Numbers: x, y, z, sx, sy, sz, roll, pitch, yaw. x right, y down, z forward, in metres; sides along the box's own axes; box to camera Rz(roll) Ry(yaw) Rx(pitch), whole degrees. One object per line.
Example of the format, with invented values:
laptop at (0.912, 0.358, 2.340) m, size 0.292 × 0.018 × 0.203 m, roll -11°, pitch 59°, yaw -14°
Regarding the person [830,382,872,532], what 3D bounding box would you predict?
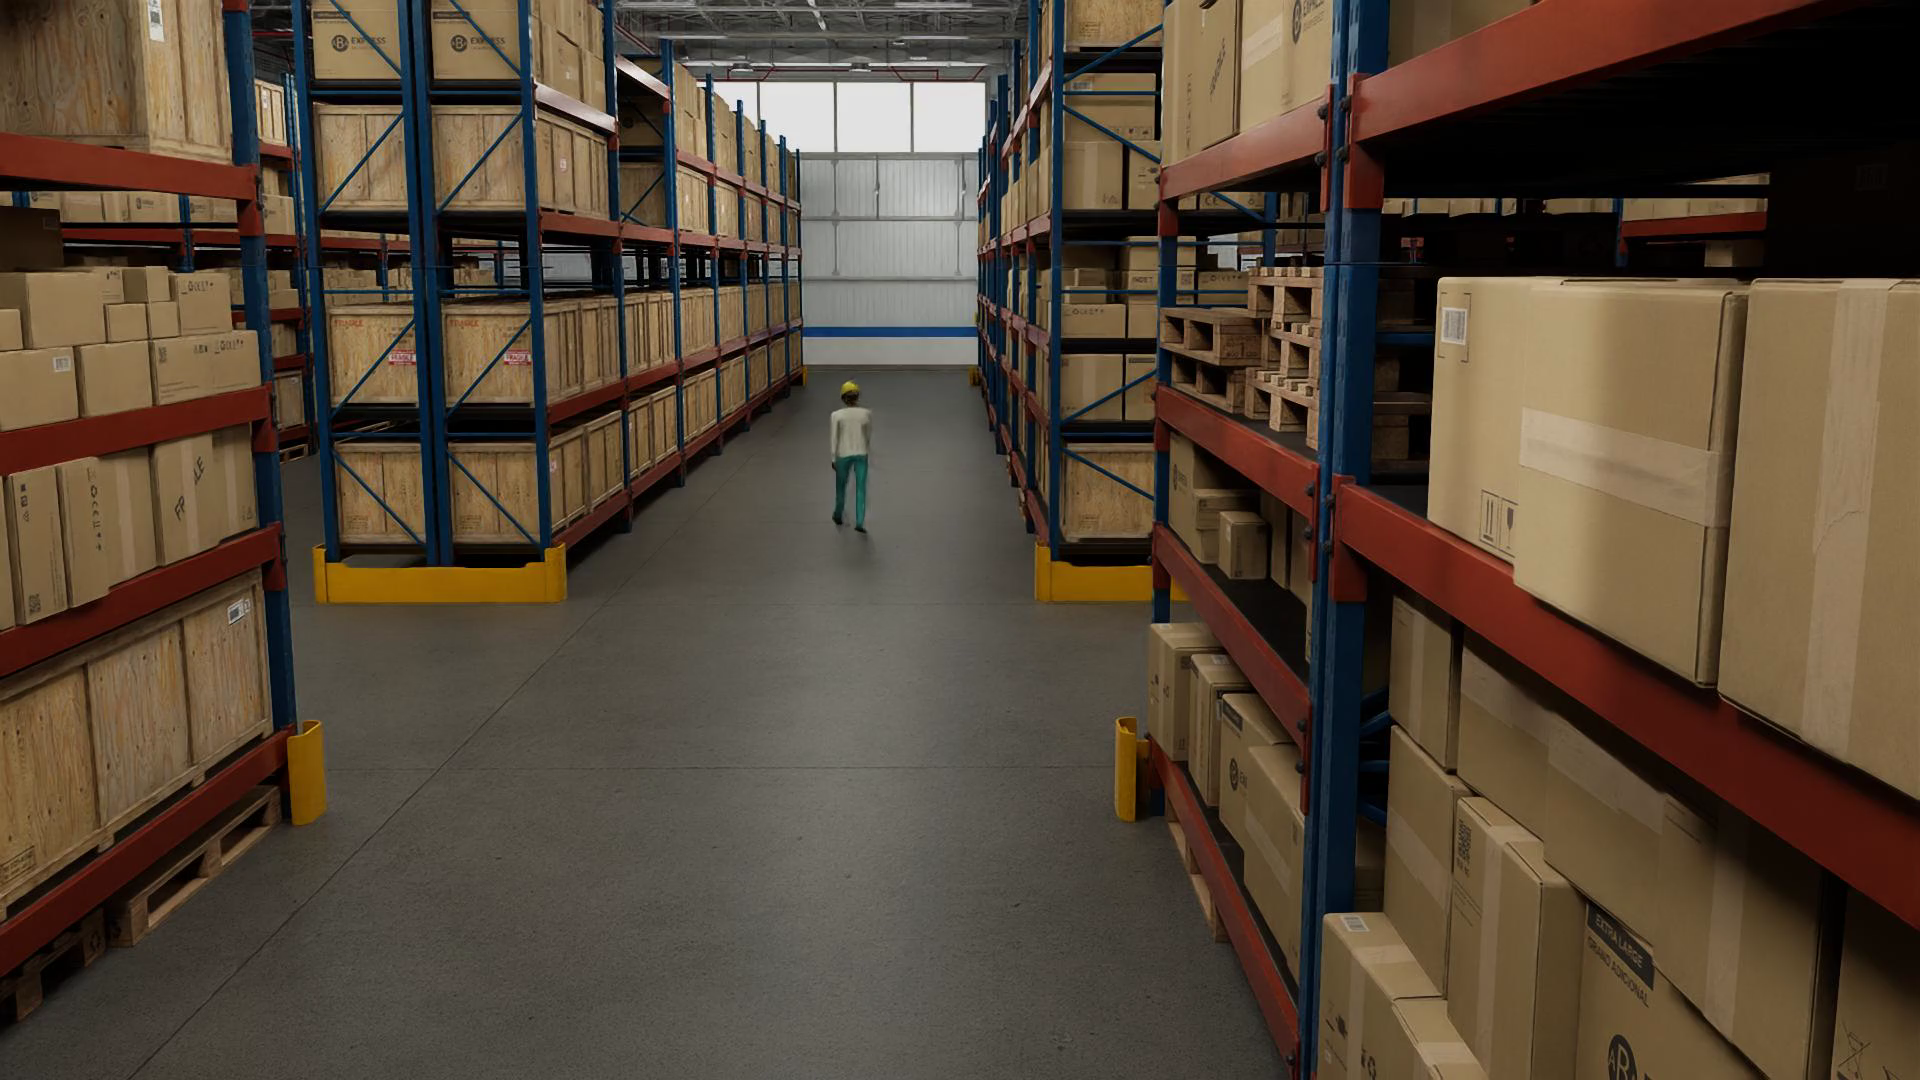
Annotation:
person at (-1.278, -0.976, 19.406) m, size 0.512 × 1.713 × 0.888 m, roll -2°, pitch 10°, yaw -15°
